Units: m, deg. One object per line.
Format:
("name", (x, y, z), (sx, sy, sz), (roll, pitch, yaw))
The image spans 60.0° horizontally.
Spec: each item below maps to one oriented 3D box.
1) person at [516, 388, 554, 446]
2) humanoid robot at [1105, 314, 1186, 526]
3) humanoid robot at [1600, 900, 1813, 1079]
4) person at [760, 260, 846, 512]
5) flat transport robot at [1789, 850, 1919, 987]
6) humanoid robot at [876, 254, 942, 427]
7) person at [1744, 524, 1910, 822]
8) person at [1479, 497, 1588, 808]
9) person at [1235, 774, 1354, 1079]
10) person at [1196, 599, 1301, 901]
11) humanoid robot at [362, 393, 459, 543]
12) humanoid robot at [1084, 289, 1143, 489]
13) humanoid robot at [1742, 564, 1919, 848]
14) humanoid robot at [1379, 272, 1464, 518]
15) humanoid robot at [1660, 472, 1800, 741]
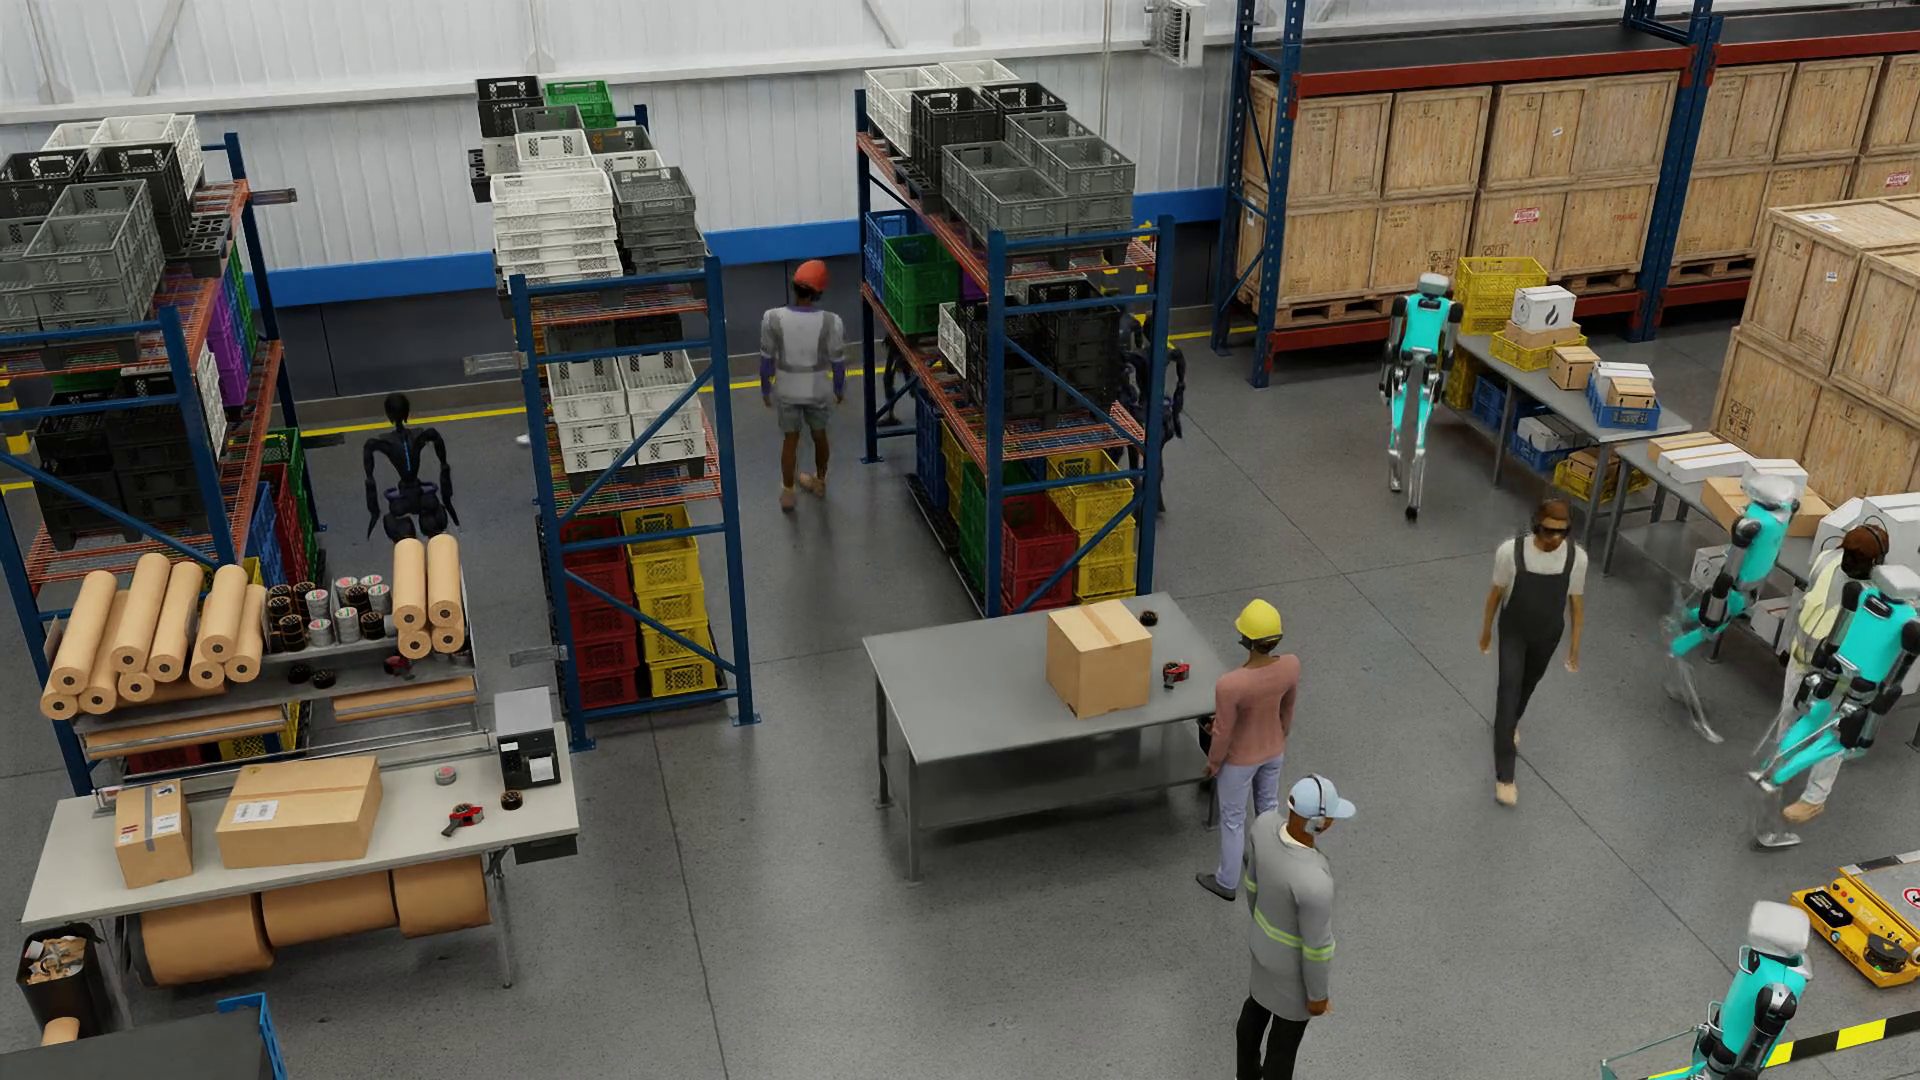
("person", (-3.276, -1.715, 13.681), (1.008, 1.812, 0.502), (-20, 35, -32))
("humanoid robot", (1.378, -0.901, 12.337), (0.587, 1.656, 0.343), (-5, 29, -10))
("humanoid robot", (2.864, 2.101, 6.675), (0.735, 1.677, 0.533), (12, 31, 21))
("person", (-1.175, -1.149, 12.475), (0.637, 2.012, 0.527), (-3, 29, -6))
("flat transport robot", (5.163, 1.916, 8.676), (1.431, 0.231, 0.659), (-8, 30, -14))
("humanoid robot", (-0.405, -1.695, 13.823), (0.635, 1.638, 0.590), (-9, 30, -16))
("person", (4.823, 0.721, 9.228), (0.430, 1.834, 0.632), (-9, 30, -16))
("person", (3.285, 0.560, 9.561), (0.523, 1.795, 0.938), (2, 29, 3))
("person", (1.455, 1.794, 7.259), (0.395, 1.848, 0.587), (-9, 30, -17))
("person", (1.494, 1.090, 8.622), (0.524, 1.768, 0.306), (-16, 32, -26))
("humanoid robot", (-3.686, -0.222, 11.126), (0.603, 1.635, 0.713), (-14, 32, -23))
("humanoid robot", (1.186, -1.137, 12.765), (0.584, 1.653, 0.333), (-16, 33, -27))
("humanoid robot", (4.548, 1.006, 8.904), (0.797, 1.859, 0.531), (-8, 30, -14))
("humanoid robot", (3.447, -1.027, 12.567), (0.558, 1.835, 0.886), (5, 29, 9))
("humanoid robot", (4.493, 0.319, 10.018), (0.547, 1.756, 0.717), (-19, 34, -31))
